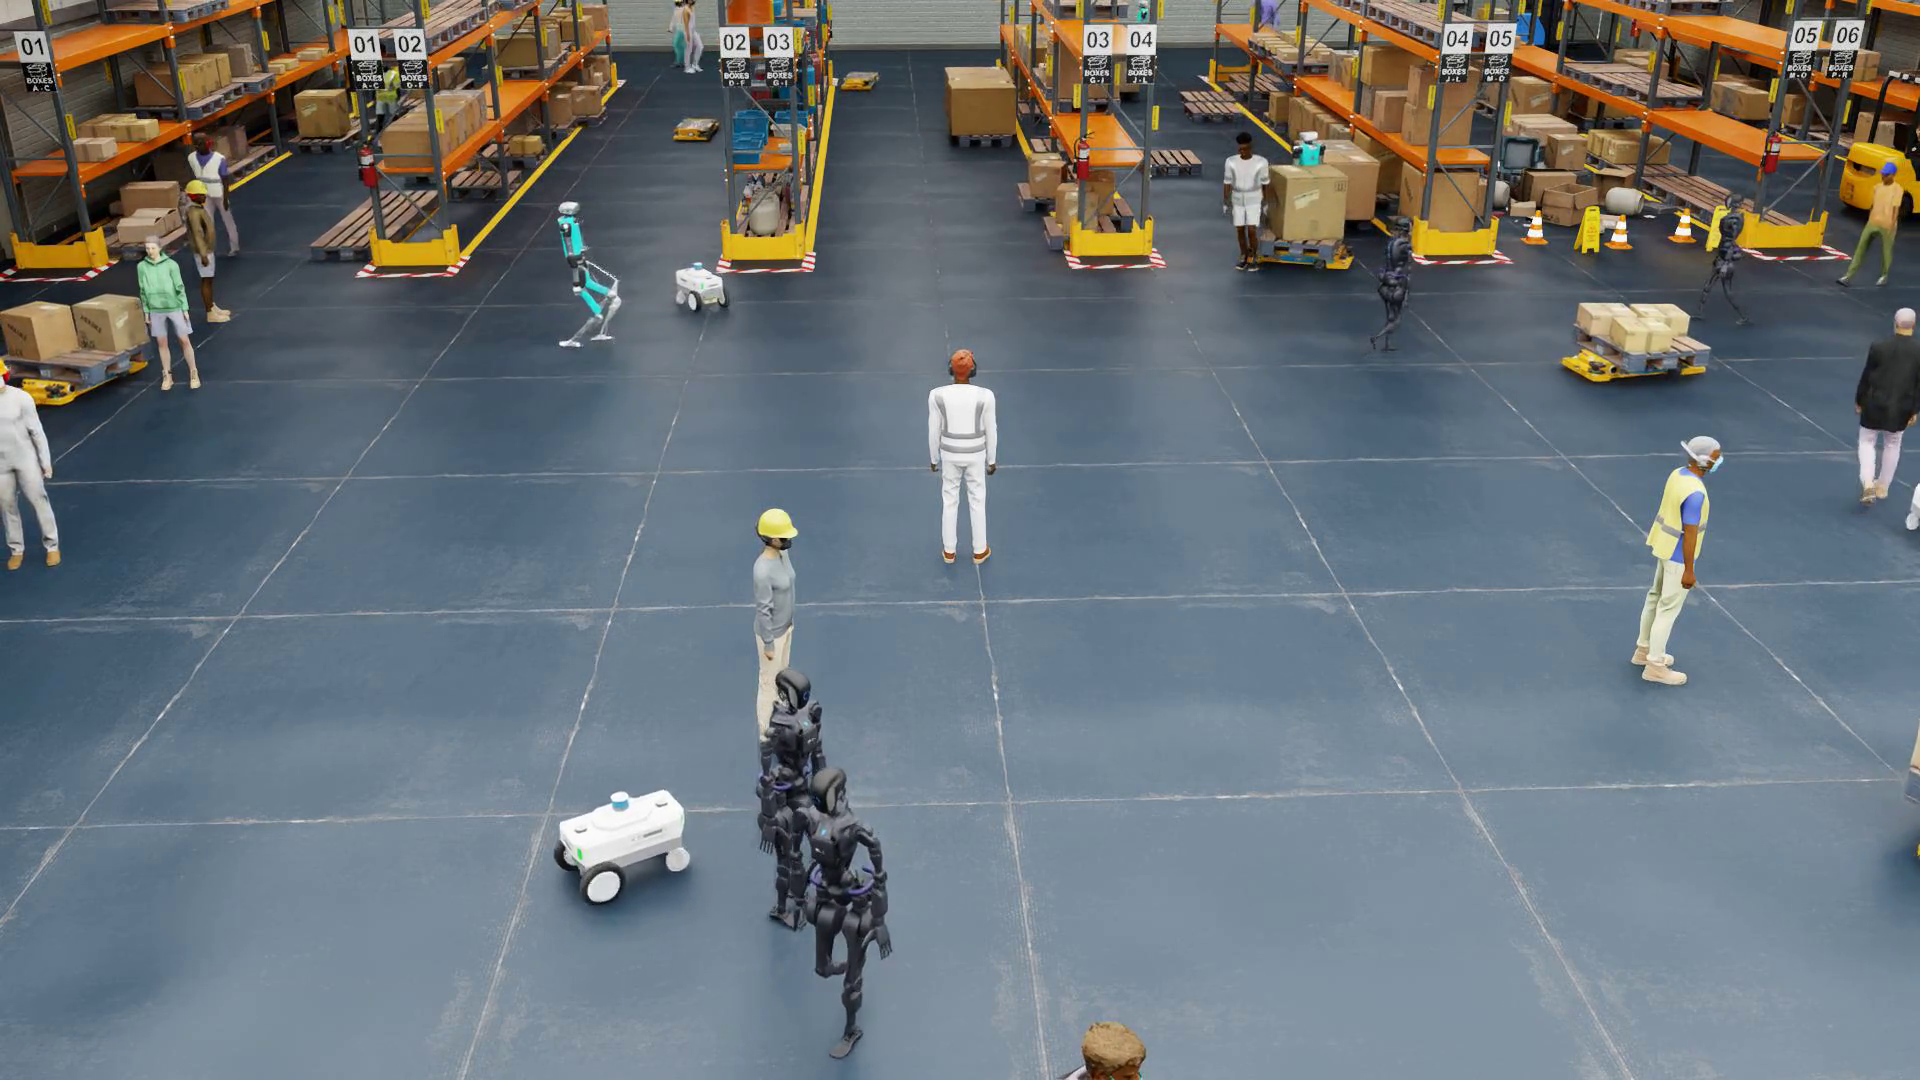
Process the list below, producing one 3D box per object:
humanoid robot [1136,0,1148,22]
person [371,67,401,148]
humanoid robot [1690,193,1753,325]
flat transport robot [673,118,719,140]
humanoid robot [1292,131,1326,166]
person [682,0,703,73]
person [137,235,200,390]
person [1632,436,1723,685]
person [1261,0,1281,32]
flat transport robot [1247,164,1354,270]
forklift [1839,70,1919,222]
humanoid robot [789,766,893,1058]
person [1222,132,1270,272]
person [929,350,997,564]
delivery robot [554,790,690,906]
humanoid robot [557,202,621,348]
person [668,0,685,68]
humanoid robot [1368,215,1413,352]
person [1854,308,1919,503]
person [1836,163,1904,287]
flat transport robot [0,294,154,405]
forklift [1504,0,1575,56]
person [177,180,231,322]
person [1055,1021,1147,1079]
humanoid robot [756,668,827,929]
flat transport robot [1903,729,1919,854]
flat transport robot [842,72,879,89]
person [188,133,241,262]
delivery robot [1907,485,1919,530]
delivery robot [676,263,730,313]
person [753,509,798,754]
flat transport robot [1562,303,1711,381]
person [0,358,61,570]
[{"bbox_3d":[3.961,-11.734,39.062,0.841,1.798,0.611,-2,24,-4],"label":"humanoid robot"},{"bbox_3d":[-10.815,-8.273,31.351,0.569,1.662,0.626,-4,24,-9],"label":"person"},{"bbox_3d":[9.549,-3.477,20.632,0.758,1.652,0.611,5,25,12],"label":"humanoid robot"},{"bbox_3d":[-5.155,-8.016,32.484,0.659,0.231,1.431,1,24,1],"label":"flat transport robot"},{"bbox_3d":[4.833,-4.996,23.898,0.544,1.797,0.675,-11,26,-24],"label":"humanoid robot"},{"bbox_3d":[-6.389,-12.102,39.731,0.585,1.838,0.568,7,25,15],"label":"person"},{"bbox_3d":[-8.724,-2.504,18.302,0.471,1.735,0.326,-4,24,-9],"label":"person"},{"bbox_3d":[5.237,0.132,12.184,0.381,1.890,0.545,3,24,6],"label":"person"},{"bbox_3d":[7.738,-12.845,41.515,0.930,1.741,0.639,-13,27,-26],"label":"person"},{"bbox_3d":[4.825,-4.050,23.573,1.431,0.231,0.659,8,25,17],"label":"flat transport robot"},{"bbox_3d":[15.132,-6.143,25.915,2.313,2.155,1.214,-1,24,-2],"label":"forklift"},{"bbox_3d":[-0.561,1.851,8.599,0.602,1.642,0.568,11,26,23],"label":"humanoid robot"},{"bbox_3d":[3.931,-4.652,22.894,0.623,1.927,0.576,11,26,22],"label":"person"},{"bbox_3d":[0.028,-0.694,14.050,0.571,1.882,0.356,2,24,5],"label":"person"},{"bbox_3d":[-2.039,1.803,10.060,0.785,0.587,0.499,-15,28,-30],"label":"delivery robot"},{"bbox_3d":[-4.366,-3.111,19.627,0.901,1.744,0.544,-2,24,-3],"label":"humanoid robot"},{"bbox_3d":[-6.945,-12.405,40.542,0.529,1.745,0.585,-8,25,-18],"label":"person"},{"bbox_3d":[5.014,-2.988,19.470,0.526,1.645,0.592,-8,25,-17],"label":"humanoid robot"},{"bbox_3d":[8.529,-1.205,15.264,0.556,1.829,0.696,6,25,14],"label":"person"},{"bbox_3d":[12.215,-4.164,22.103,0.910,1.668,0.462,-15,28,-30],"label":"person"},{"bbox_3d":[-9.848,-1.830,18.585,0.659,0.231,1.431,6,25,12],"label":"flat transport robot"},{"bbox_3d":[14.700,-13.805,42.301,1.873,2.768,1.129,-1,24,-2],"label":"forklift"},{"bbox_3d":[-9.433,-3.603,20.731,0.400,1.760,0.535,-7,25,-15],"label":"person"},{"bbox_3d":[0.518,2.660,6.478,0.372,1.913,0.489,3,24,6],"label":"person"},{"bbox_3d":[-0.961,1.468,9.439,0.354,1.645,0.600,13,27,27],"label":"humanoid robot"},{"bbox_3d":[6.697,1.817,10.390,1.431,0.231,0.659,-15,28,-31],"label":"flat transport robot"},{"bbox_3d":[-2.285,-10.535,38.143,0.659,0.231,1.431,2,24,5],"label":"flat transport robot"},{"bbox_3d":[-10.535,-4.799,23.369,0.591,1.792,0.949,4,24,8],"label":"person"},{"bbox_3d":[8.674,-0.205,14.581,0.499,0.594,0.778,1,24,2],"label":"delivery robot"},{"bbox_3d":[-3.353,-3.262,21.460,0.523,0.602,0.773,-17,29,-34],"label":"delivery robot"},{"bbox_3d":[-1.225,0.604,11.274,0.323,1.766,0.531,4,24,9],"label":"person"},{"bbox_3d":[7.729,-2.041,19.058,1.431,0.231,0.659,-5,25,-12],"label":"flat transport robot"},{"bbox_3d":[-7.958,-0.661,13.974,0.574,1.889,0.387,-6,25,-14],"label":"person"}]
